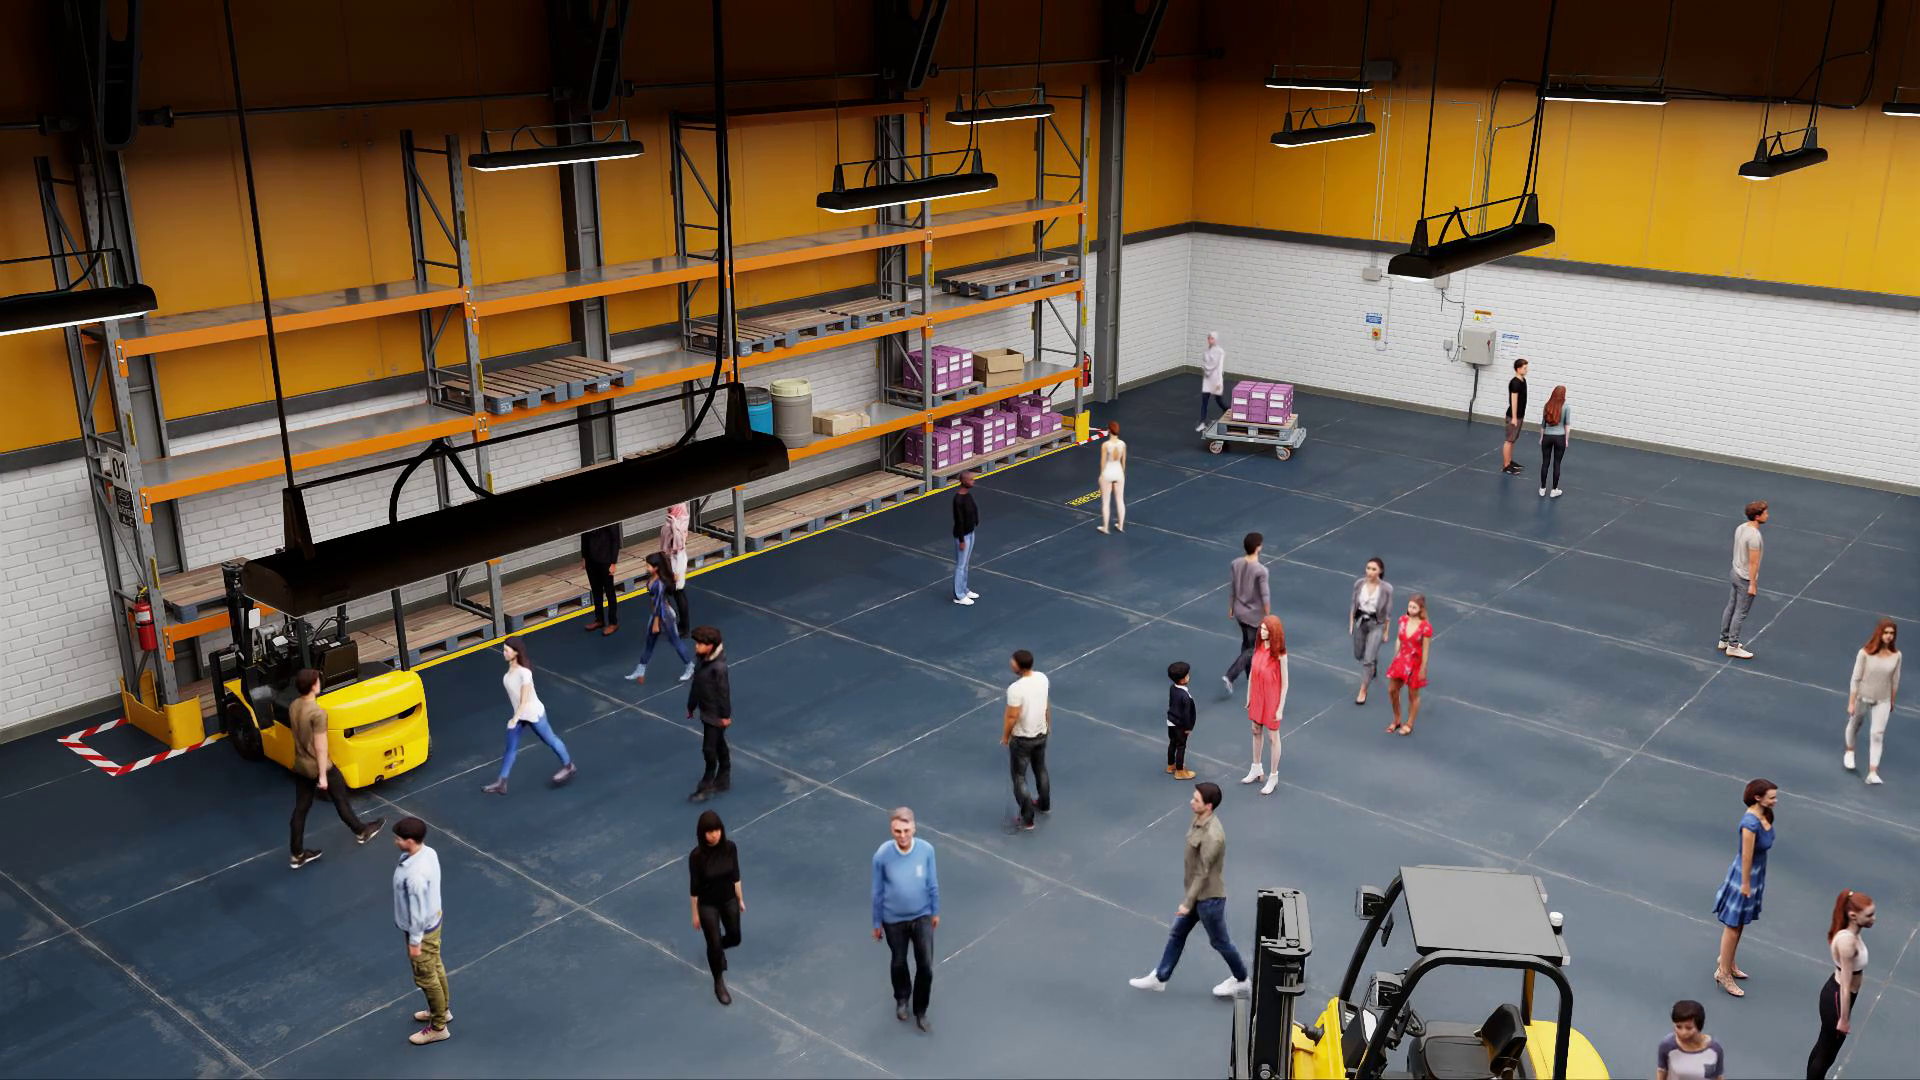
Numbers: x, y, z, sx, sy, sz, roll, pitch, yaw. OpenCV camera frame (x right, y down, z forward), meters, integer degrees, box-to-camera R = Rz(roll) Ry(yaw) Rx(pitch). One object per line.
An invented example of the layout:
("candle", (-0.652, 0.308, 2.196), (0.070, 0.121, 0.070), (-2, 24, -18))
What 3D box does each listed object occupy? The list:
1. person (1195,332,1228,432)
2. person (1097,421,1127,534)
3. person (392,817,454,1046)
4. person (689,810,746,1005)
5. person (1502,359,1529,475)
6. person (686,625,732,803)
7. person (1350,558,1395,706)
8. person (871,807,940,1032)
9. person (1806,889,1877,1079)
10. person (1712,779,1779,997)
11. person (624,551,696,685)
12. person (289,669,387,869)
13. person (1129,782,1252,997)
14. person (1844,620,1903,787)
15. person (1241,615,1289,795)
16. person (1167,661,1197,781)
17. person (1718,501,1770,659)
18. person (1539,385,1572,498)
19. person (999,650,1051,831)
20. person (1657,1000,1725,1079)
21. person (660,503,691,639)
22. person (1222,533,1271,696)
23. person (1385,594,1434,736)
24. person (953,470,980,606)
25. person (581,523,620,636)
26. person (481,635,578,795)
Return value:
("person", (4.544, -2.807, 29.484), (0.600, 1.747, 1.093), (15, 24, 37))
("person", (2.203, -0.919, 24.038), (0.547, 1.644, 0.671), (-7, 20, -20))
("person", (-4.016, 2.895, 12.452), (0.800, 1.810, 0.754), (-3, 19, -8))
("person", (-1.931, 2.807, 13.002), (0.788, 1.626, 0.800), (-10, 21, -28))
("person", (9.021, -2.041, 27.028), (0.772, 1.862, 0.587), (10, 21, 27))
("person", (-2.336, 1.646, 16.245), (0.856, 1.757, 0.754), (-13, 23, -34))
("person", (4.560, 0.977, 18.386), (0.665, 1.659, 0.952), (12, 22, 32))
("person", (-0.419, 2.817, 12.711), (0.870, 1.794, 0.930), (-3, 19, -8))
("person", (6.104, 3.228, 11.573), (0.678, 1.740, 0.510), (11, 21, 29))
("person", (6.183, 2.695, 13.053), (0.756, 1.806, 0.549), (11, 22, 30))
("person", (-3.267, 0.897, 18.761), (1.136, 1.571, 0.919), (-8, 20, -22))
("person", (-5.861, 2.076, 14.881), (0.727, 1.812, 1.153), (13, 22, 33))
("person", (1.985, 2.758, 12.855), (1.281, 1.813, 1.189), (-2, 19, -7))
("person", (9.067, 1.572, 16.617), (0.915, 1.660, 1.172), (5, 19, 14))
("person", (3.008, 1.592, 16.295), (0.591, 1.827, 0.651), (-13, 22, -33))
("person", (2.193, 1.790, 16.647), (0.623, 1.227, 0.587), (-7, 20, -20))
("person", (9.249, 0.437, 19.617), (0.802, 1.895, 0.698), (1, 19, 3))
("person", (9.184, -1.539, 25.726), (0.606, 1.742, 0.553), (11, 22, 31))
("person", (0.638, 1.862, 15.602), (0.713, 1.758, 0.823), (-9, 21, -26))
("person", (4.674, 3.611, 10.753), (0.873, 1.537, 1.013), (2, 19, 5))
("person", (-3.417, 0.311, 20.134), (0.800, 1.804, 0.742), (-2, 19, -5))
("person", (3.174, 0.837, 18.538), (1.120, 1.826, 0.814), (-15, 24, -37))
("person", (4.810, 1.299, 17.548), (0.664, 1.583, 0.617), (-16, 25, -40))
("person", (0.043, -0.055, 21.306), (0.728, 1.750, 0.602), (5, 19, 15))
("person", (-4.384, 0.214, 20.297), (0.739, 1.884, 0.628), (10, 21, 27))
("person", (-4.123, 1.713, 16.247), (1.230, 1.628, 0.730), (-14, 23, -37))
